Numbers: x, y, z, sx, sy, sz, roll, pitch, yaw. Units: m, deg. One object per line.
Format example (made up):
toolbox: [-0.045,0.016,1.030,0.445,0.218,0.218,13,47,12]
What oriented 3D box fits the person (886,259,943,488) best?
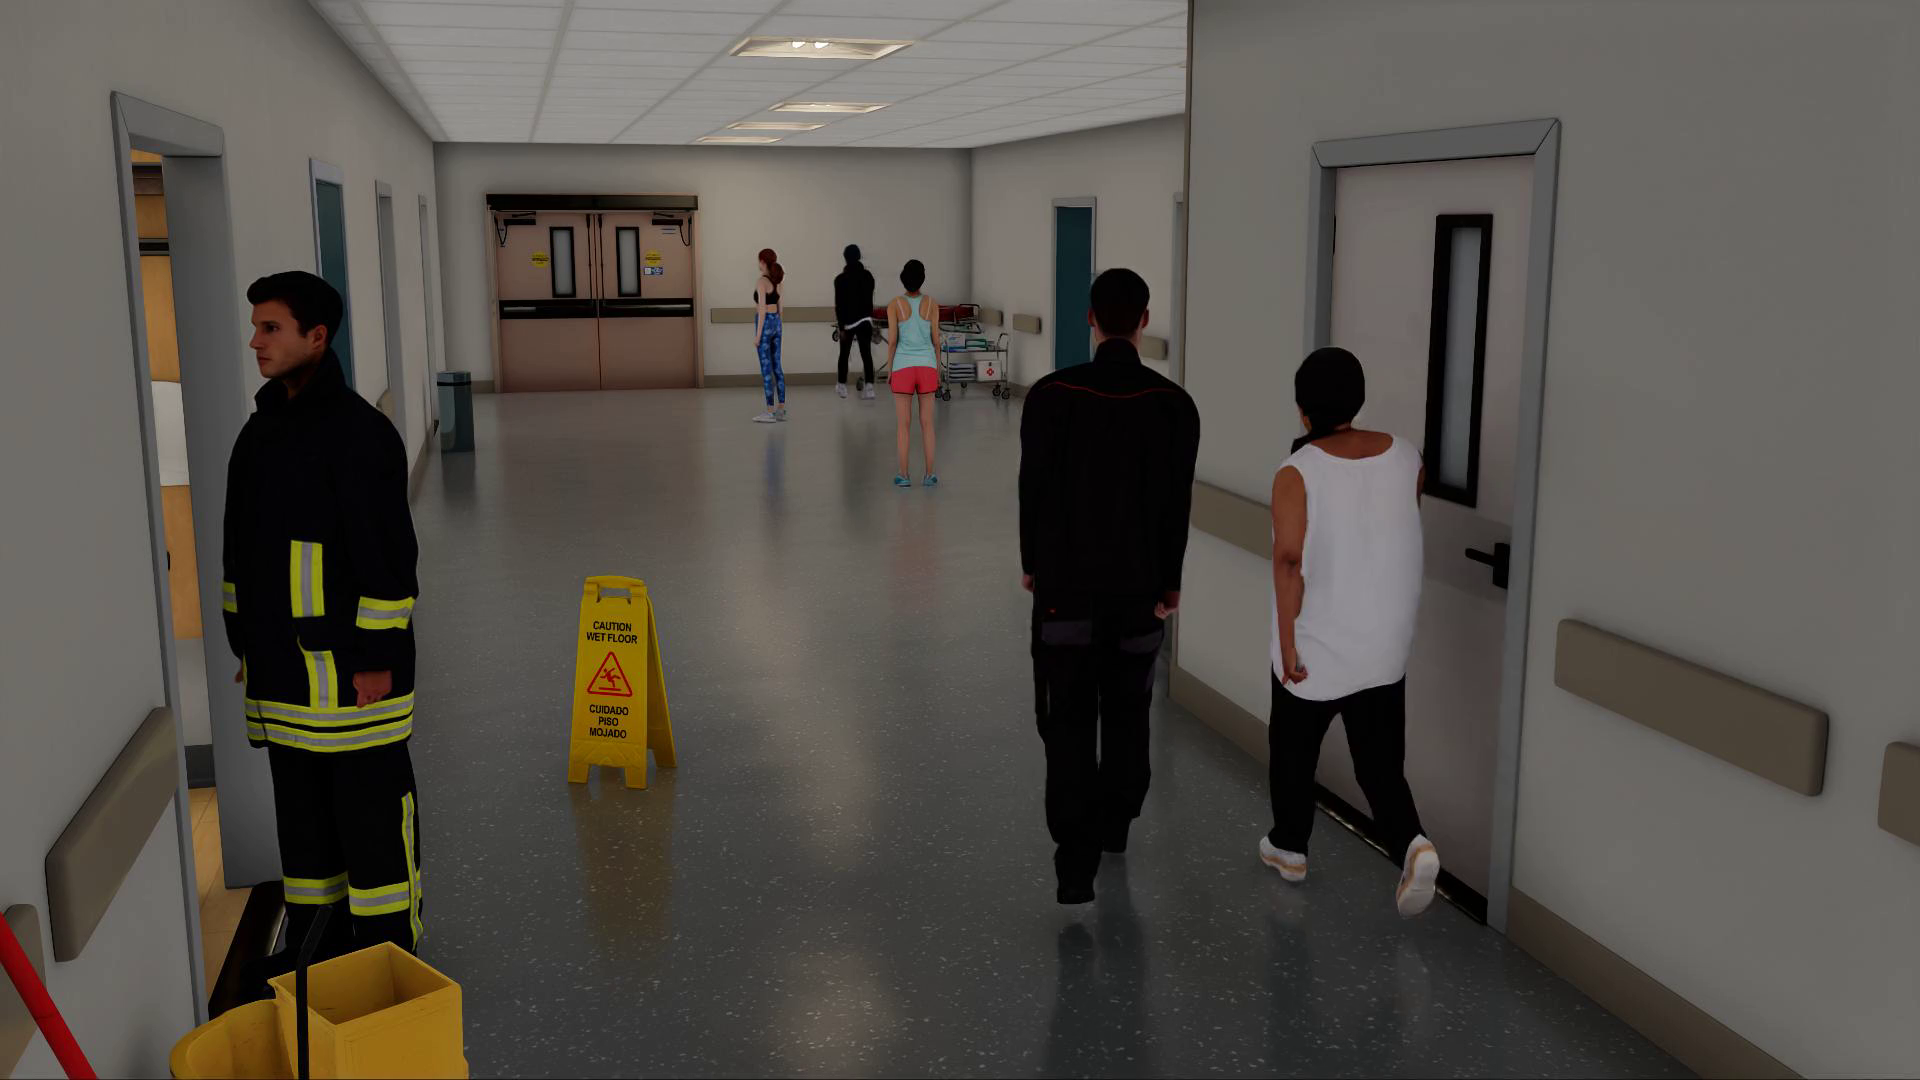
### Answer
person: [-0.357,-1.306,13.019,0.621,1.765,0.608,-1,11,-8]

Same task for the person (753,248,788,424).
person: [-1.986,-2.121,17.261,0.742,1.785,0.682,6,12,29]

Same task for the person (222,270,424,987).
person: [-1.648,0.259,4.332,0.875,1.928,0.933,6,12,29]

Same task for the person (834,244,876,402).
person: [-1.141,-2.430,18.924,0.762,1.772,1.247,-4,12,-22]

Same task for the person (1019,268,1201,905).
person: [0.414,0.171,4.946,0.855,1.873,1.262,-1,11,-3]

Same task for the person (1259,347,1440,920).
person: [1.151,0.285,4.908,0.655,1.663,0.985,-3,11,-15]
